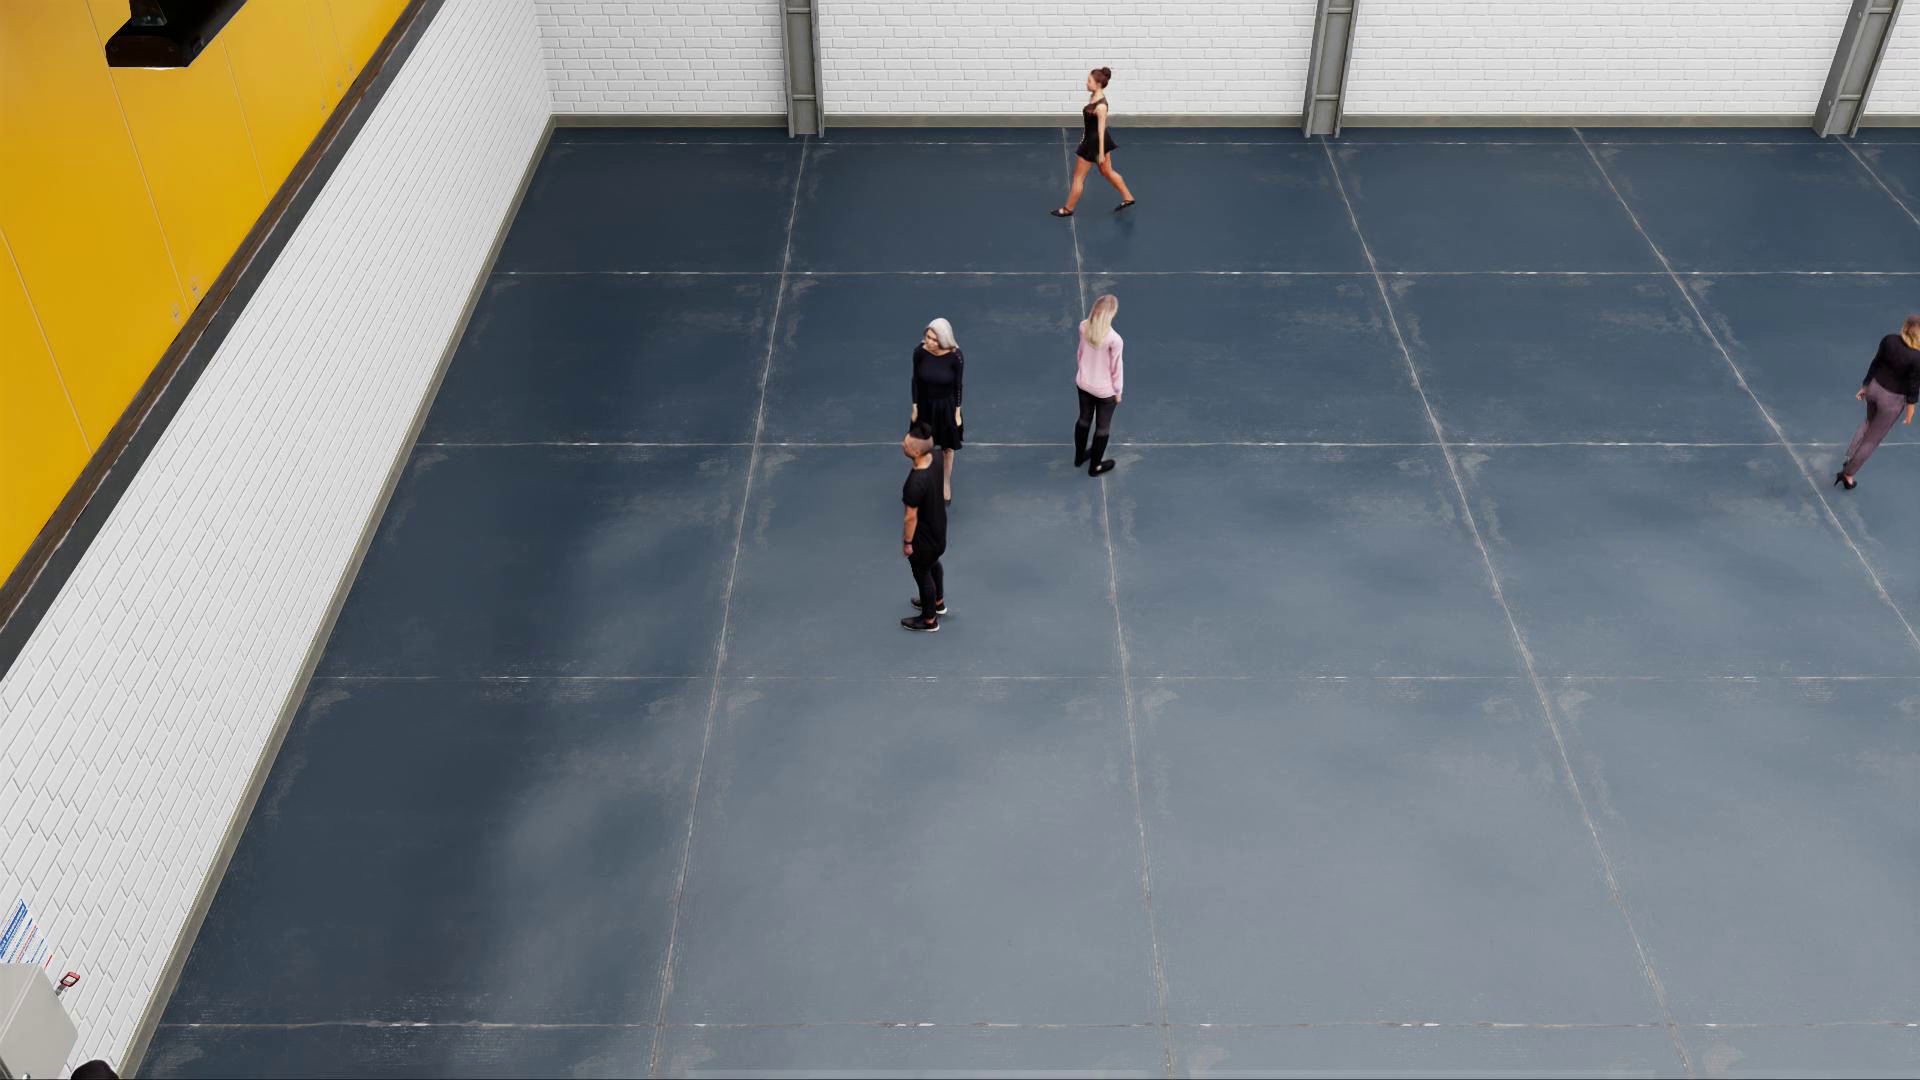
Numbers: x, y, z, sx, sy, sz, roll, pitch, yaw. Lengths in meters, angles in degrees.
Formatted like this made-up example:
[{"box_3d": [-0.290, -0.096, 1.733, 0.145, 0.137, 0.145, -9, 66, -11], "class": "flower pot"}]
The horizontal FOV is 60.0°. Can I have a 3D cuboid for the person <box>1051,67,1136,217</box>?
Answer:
[{"box_3d": [1.496, -4.104, 17.296, 1.122, 1.634, 0.594, -1, 39, -2], "class": "person"}]

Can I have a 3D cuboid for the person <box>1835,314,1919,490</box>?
[{"box_3d": [7.425, -1.097, 13.508, 0.681, 1.663, 0.692, -11, 40, -14], "class": "person"}]

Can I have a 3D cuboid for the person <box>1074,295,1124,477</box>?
[{"box_3d": [1.123, -1.275, 13.715, 0.750, 1.683, 0.692, -32, 48, -33], "class": "person"}]

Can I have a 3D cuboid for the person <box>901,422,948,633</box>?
[{"box_3d": [-0.249, -0.101, 12.099, 0.716, 1.864, 0.758, 12, 40, 15], "class": "person"}]

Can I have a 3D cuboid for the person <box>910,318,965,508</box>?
[{"box_3d": [-0.182, -1.028, 13.354, 0.564, 1.747, 0.701, 7, 39, 9], "class": "person"}]
